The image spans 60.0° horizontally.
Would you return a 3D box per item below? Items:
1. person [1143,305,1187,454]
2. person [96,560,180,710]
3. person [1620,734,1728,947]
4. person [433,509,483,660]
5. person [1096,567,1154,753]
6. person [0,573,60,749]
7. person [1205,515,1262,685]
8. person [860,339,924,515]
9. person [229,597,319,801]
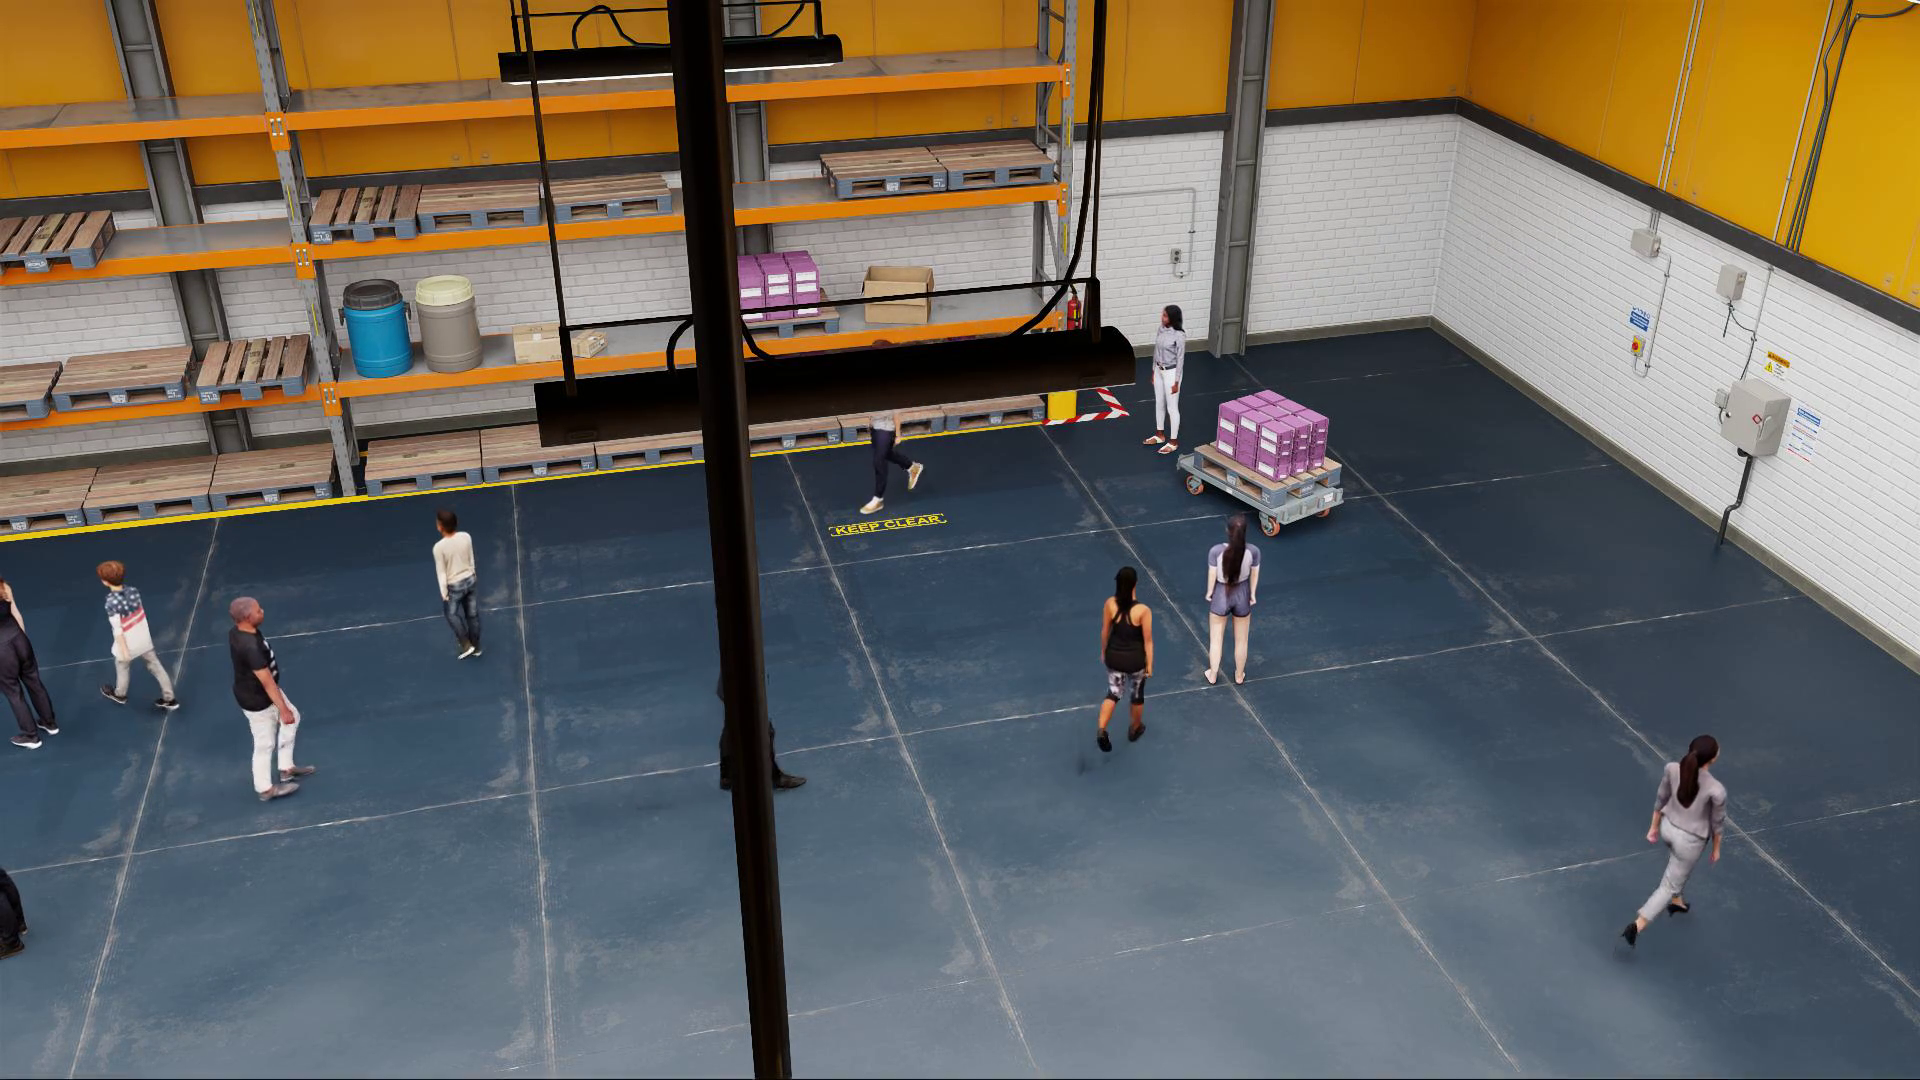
[{"bbox_3d":[2.312,-1.816,18.520,0.606,1.723,0.657,-17,33,-28],"label":"person"},{"bbox_3d":[-6.910,0.836,13.992,1.016,1.403,0.863,10,30,17],"label":"person"},{"bbox_3d":[4.914,2.100,11.425,1.167,1.643,0.834,-16,33,-27],"label":"person"},{"bbox_3d":[-4.385,0.423,14.696,0.650,1.454,0.719,-25,37,-37],"label":"person"},{"bbox_3d":[1.299,0.988,13.460,0.966,1.645,1.022,18,34,30],"label":"person"},{"bbox_3d":[-7.745,0.890,13.536,0.685,1.745,0.664,10,30,17],"label":"person"},{"bbox_3d":[2.341,0.514,14.327,0.576,1.647,0.716,1,29,2],"label":"person"},{"bbox_3d":[-0.707,-1.202,17.242,1.183,1.868,0.916,-20,35,-32],"label":"person"},{"bbox_3d":[-5.480,1.260,12.814,0.828,1.787,0.773,-16,33,-27],"label":"person"}]
